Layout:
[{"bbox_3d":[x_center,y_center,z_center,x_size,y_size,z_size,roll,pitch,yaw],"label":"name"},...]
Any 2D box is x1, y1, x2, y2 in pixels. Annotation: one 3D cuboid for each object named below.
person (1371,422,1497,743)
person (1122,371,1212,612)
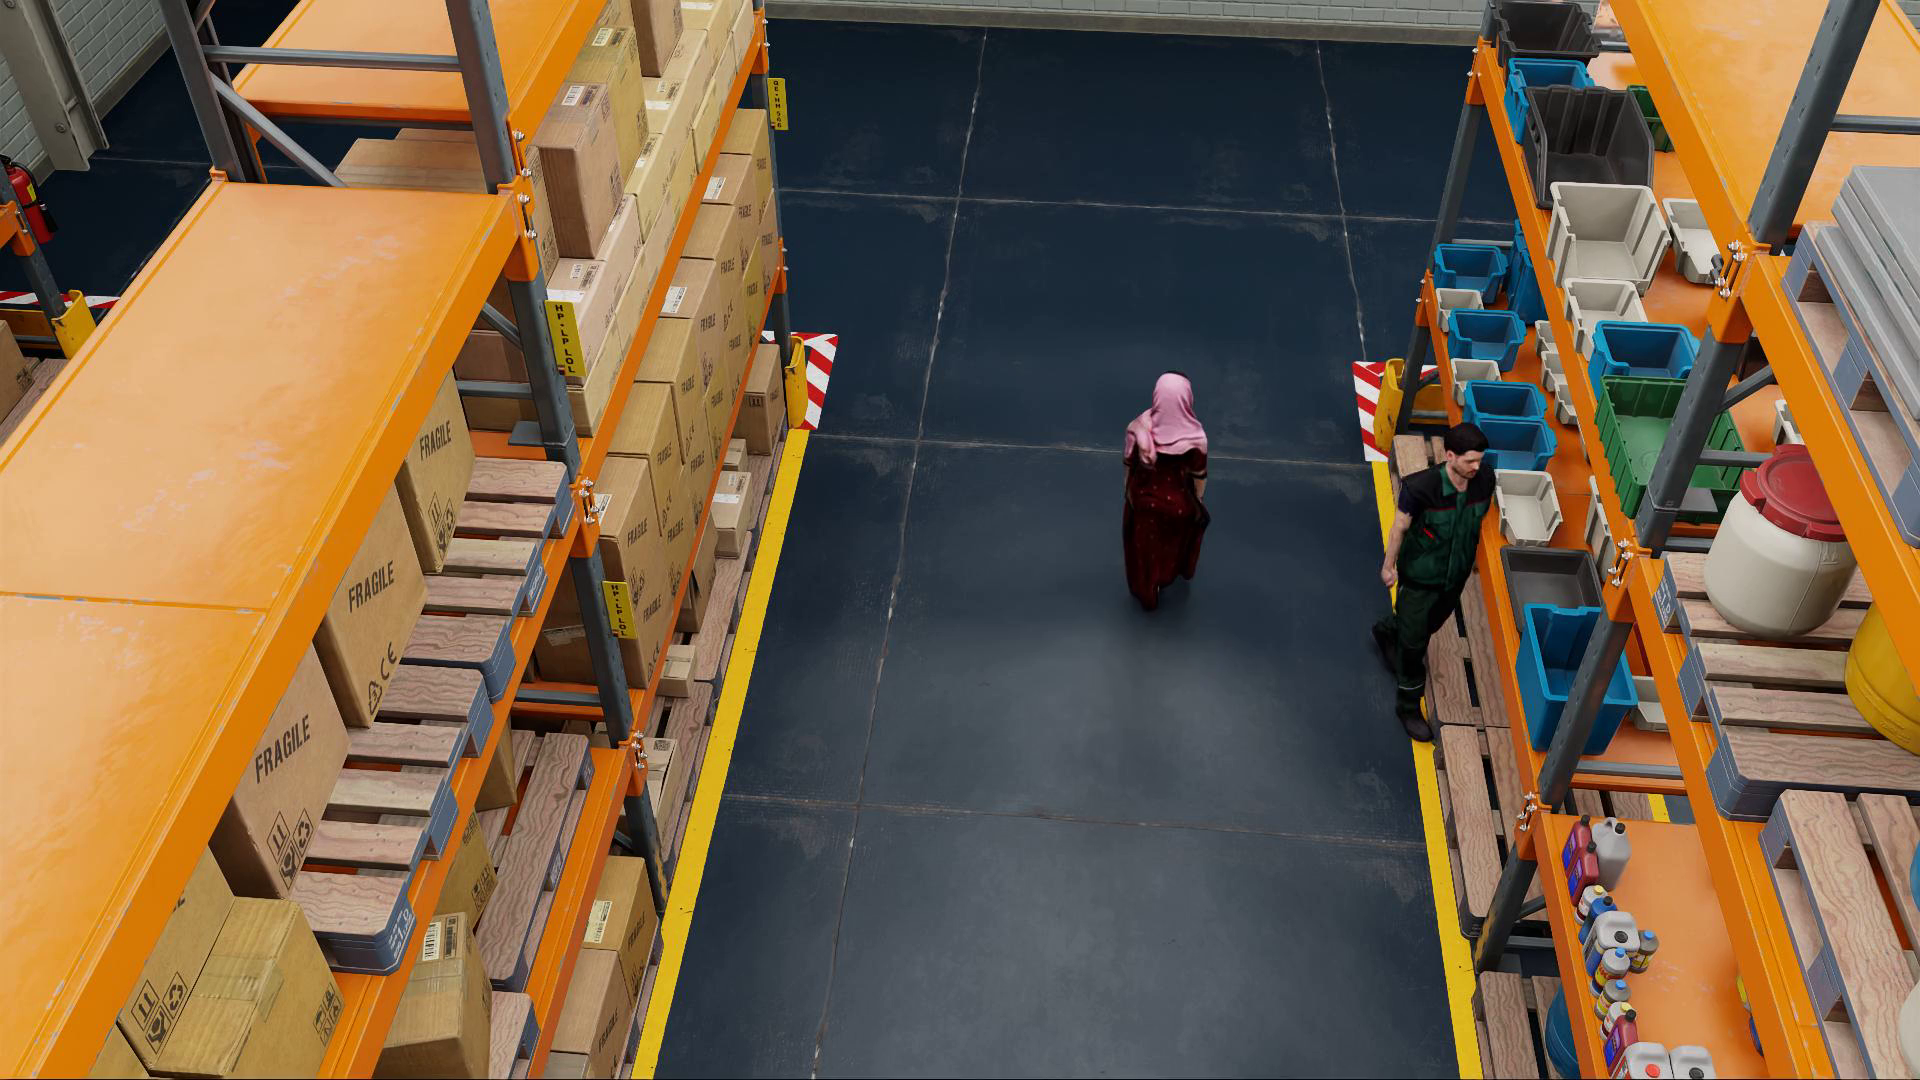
[{"bbox_3d":[2.448,0.105,8.720,0.962,1.880,1.164,-14,45,-14],"label":"person"},{"bbox_3d":[1.117,-0.221,9.242,0.743,1.643,0.760,11,44,12],"label":"person"}]
